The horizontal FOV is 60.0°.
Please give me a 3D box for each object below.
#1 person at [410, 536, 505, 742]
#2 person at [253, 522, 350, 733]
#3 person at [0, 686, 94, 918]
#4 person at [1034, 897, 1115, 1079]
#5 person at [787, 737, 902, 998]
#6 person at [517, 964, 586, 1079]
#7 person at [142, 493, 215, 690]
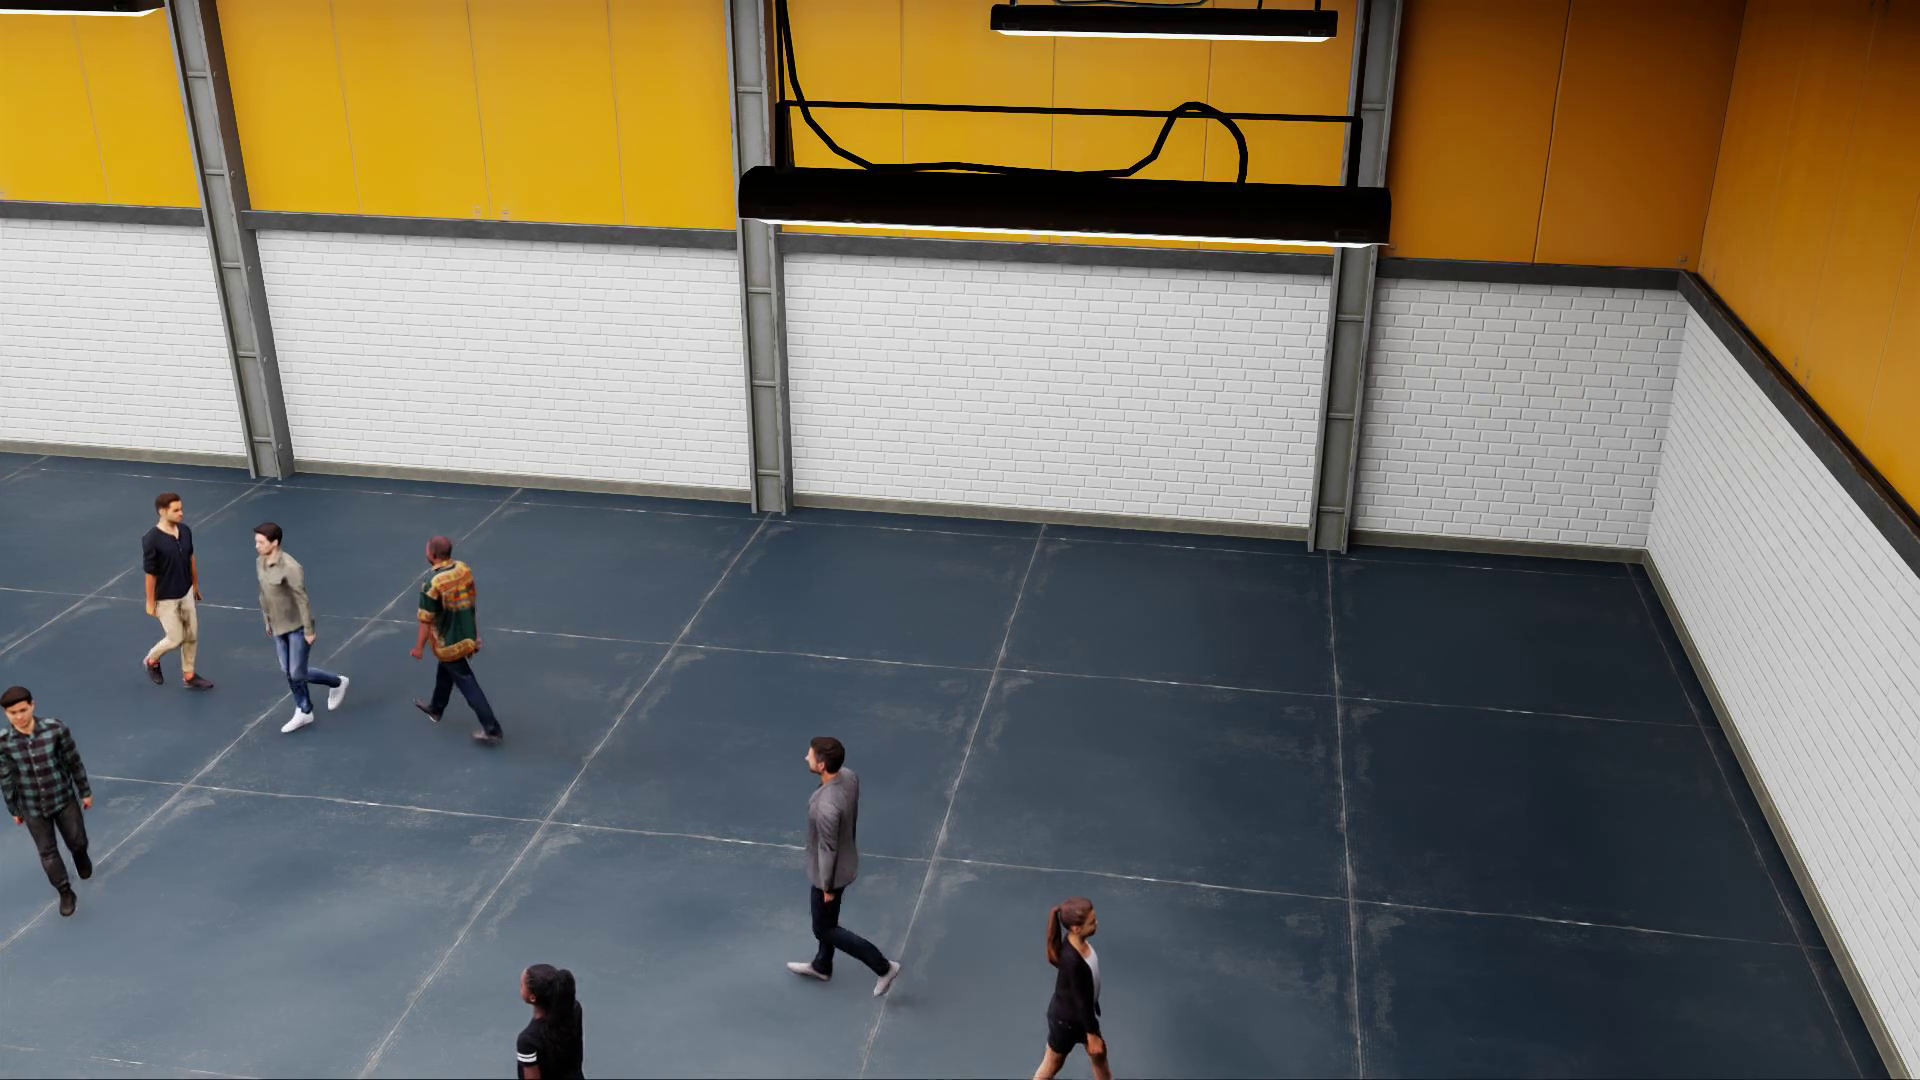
[{"bbox_3d":[-4.030,0.850,13.434,1.231,1.752,0.821,8,25,18],"label":"person"},{"bbox_3d":[-5.429,0.673,13.718,0.948,1.848,0.970,16,28,33],"label":"person"},{"bbox_3d":[-6.195,1.706,11.315,0.911,1.707,0.938,-10,26,-22],"label":"person"},{"bbox_3d":[0.557,2.704,9.476,0.949,1.526,0.550,5,24,11],"label":"person"},{"bbox_3d":[-0.733,2.079,10.496,1.043,1.853,0.722,5,24,12],"label":"person"},{"bbox_3d":[-2.111,2.933,8.697,0.650,1.729,0.676,11,26,23],"label":"person"},{"bbox_3d":[-6.796,0.464,14.219,0.886,1.831,0.766,11,26,24],"label":"person"}]
